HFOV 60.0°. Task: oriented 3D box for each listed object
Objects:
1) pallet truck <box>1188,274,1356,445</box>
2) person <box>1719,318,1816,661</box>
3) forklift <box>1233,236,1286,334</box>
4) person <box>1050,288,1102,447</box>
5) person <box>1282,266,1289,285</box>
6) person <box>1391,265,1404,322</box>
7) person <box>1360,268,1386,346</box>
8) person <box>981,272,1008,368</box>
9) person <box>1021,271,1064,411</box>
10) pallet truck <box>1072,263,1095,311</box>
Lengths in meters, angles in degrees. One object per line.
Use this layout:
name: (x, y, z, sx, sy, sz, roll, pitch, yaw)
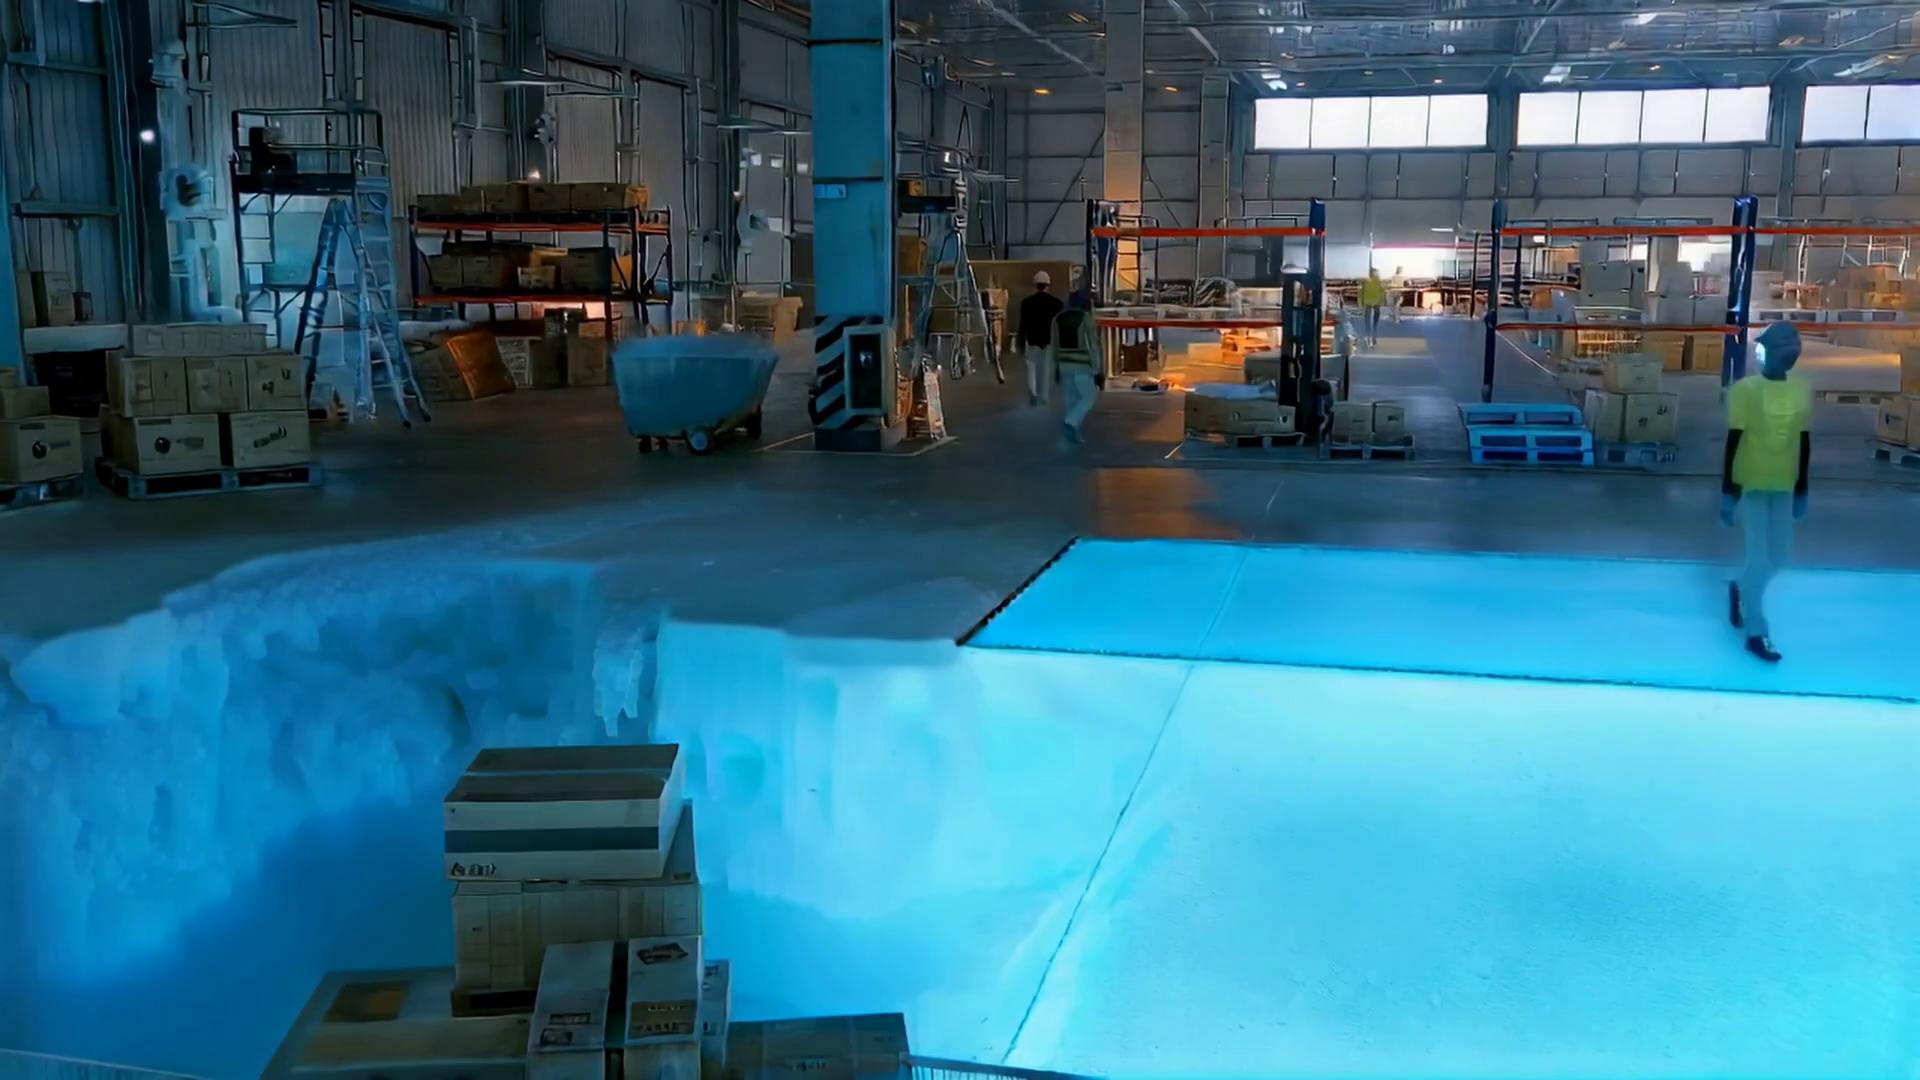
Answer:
pallet truck: (3.653, -2.138, 19.590, 1.885, 1.965, 0.823, -4, 10, -20)
person: (4.411, -0.295, 9.172, 0.517, 1.854, 0.649, 0, 10, -3)
forklift: (8.691, -7.087, 46.132, 1.873, 2.768, 1.129, 5, 11, 27)
person: (1.305, -1.941, 18.926, 0.644, 1.828, 0.573, 7, 12, 37)
person: (9.684, -7.223, 49.703, 0.629, 1.940, 0.376, 2, 10, 10)
person: (14.873, -8.360, 56.457, 0.390, 1.927, 0.547, 5, 11, 27)
person: (10.201, -5.765, 41.145, 0.626, 1.927, 0.545, 2, 10, 12)
person: (0.678, -4.326, 32.807, 0.576, 1.883, 0.362, -4, 11, -23)
person: (1.208, -2.855, 23.867, 0.645, 1.969, 0.723, 1, 10, 8)
pallet truck: (4.325, -8.180, 55.162, 0.823, 1.965, 1.885, 6, 11, 31)
